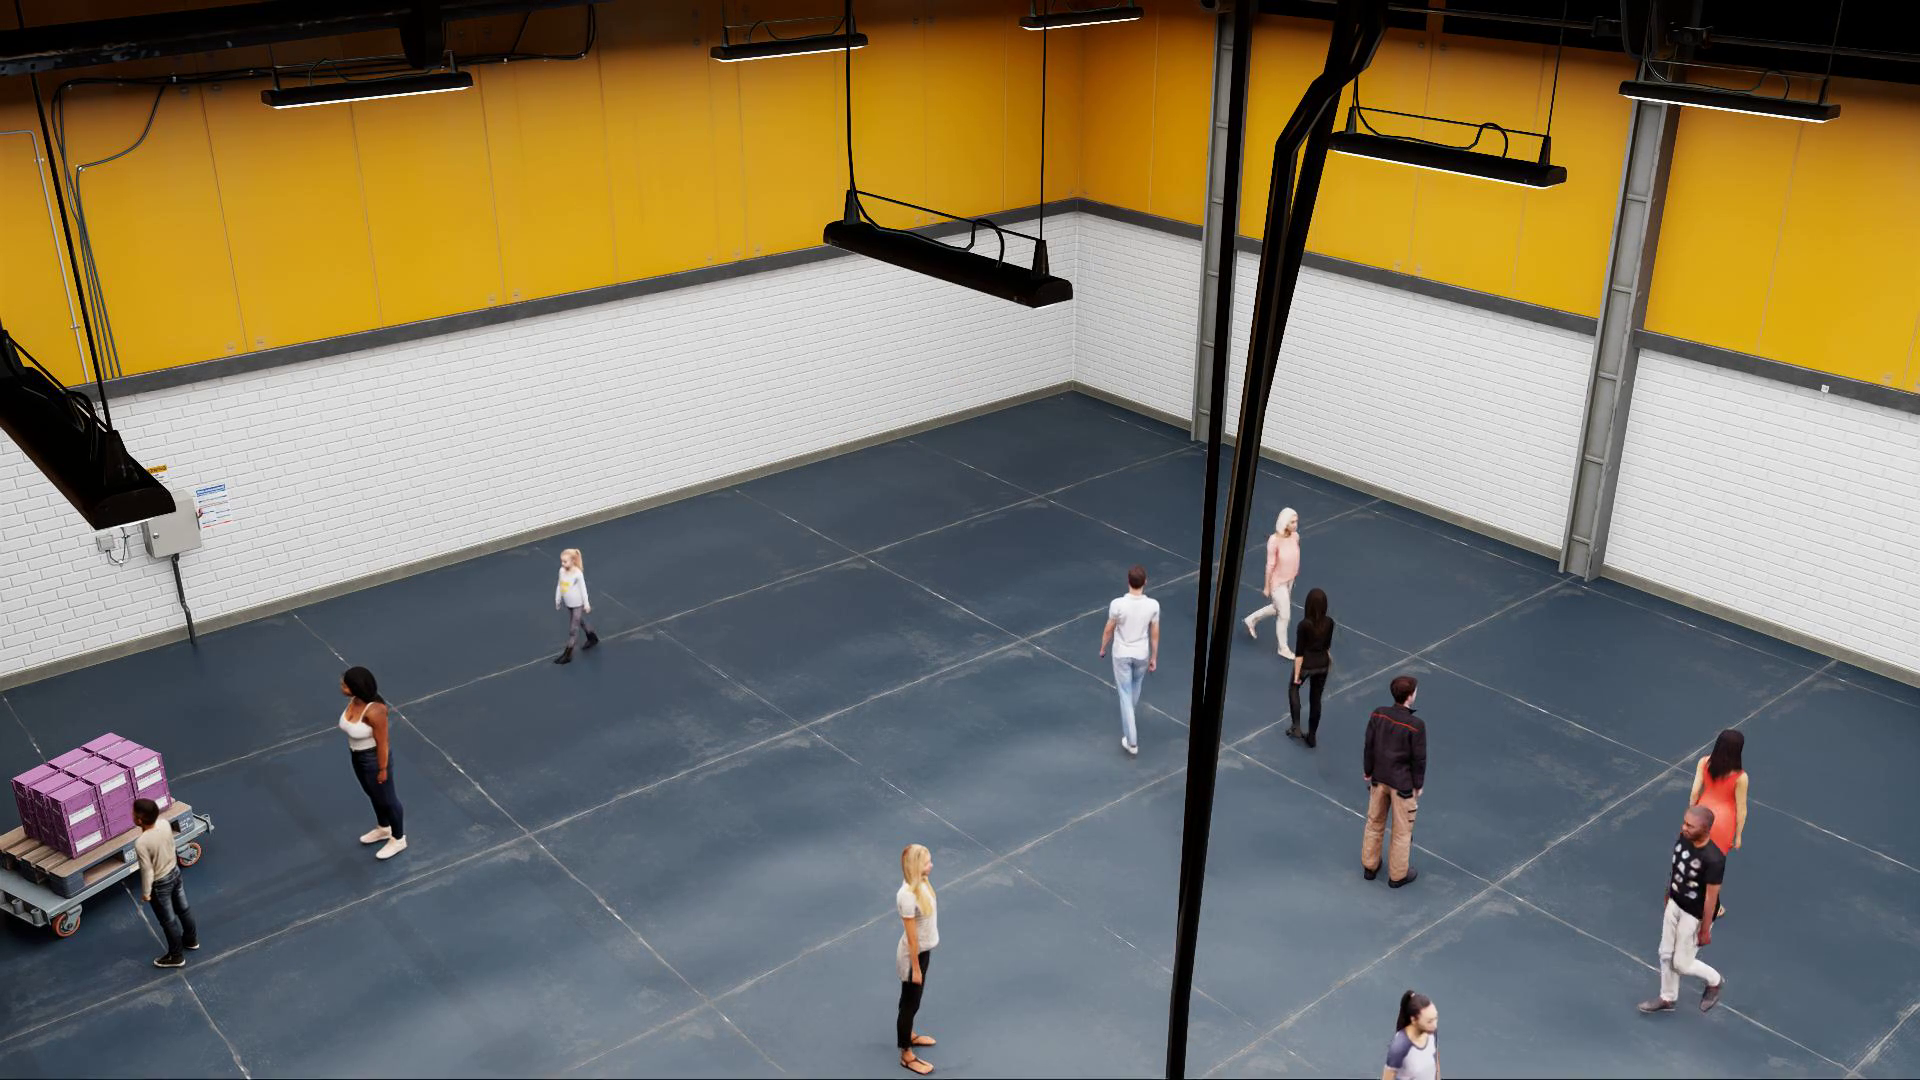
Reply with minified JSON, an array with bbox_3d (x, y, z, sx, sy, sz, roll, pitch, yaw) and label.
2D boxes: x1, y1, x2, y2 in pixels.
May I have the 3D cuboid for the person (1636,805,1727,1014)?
[{"bbox_3d":[5.498,2.765,12.365,0.954,1.785,0.941,-6,24,-13],"label":"person"}]

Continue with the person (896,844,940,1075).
[{"bbox_3d":[-0.332,2.953,11.886,0.745,1.825,0.682,2,24,4],"label":"person"}]

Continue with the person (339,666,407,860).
[{"bbox_3d":[-5.052,1.881,14.361,0.680,1.807,0.517,-18,29,-36],"label":"person"}]

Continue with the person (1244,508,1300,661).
[{"bbox_3d":[3.375,0.426,17.821,0.633,1.701,0.994,-18,29,-35],"label":"person"}]

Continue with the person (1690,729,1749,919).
[{"bbox_3d":[6.124,2.298,13.516,0.648,1.719,0.435,-19,30,-37],"label":"person"}]

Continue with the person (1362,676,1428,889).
[{"bbox_3d":[3.626,2.015,13.910,0.595,1.922,0.789,19,30,37],"label":"person"}]

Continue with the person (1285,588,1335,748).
[{"bbox_3d":[3.422,1.264,15.994,0.684,1.628,0.724,-4,24,-10],"label":"person"}]

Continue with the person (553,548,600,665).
[{"bbox_3d":[-4.087,0.664,17.841,0.885,1.249,0.701,17,29,34],"label":"person"}]

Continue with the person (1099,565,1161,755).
[{"bbox_3d":[1.655,1.182,15.971,1.082,1.797,1.297,-4,24,-8],"label":"person"}]

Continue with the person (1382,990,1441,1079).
[{"bbox_3d":[2.812,3.576,10.738,0.612,1.603,1.056,-19,30,-37],"label":"person"}]

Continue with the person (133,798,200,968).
[{"bbox_3d":[-6.236,2.658,13.011,0.678,1.463,0.633,4,24,9],"label":"person"}]
